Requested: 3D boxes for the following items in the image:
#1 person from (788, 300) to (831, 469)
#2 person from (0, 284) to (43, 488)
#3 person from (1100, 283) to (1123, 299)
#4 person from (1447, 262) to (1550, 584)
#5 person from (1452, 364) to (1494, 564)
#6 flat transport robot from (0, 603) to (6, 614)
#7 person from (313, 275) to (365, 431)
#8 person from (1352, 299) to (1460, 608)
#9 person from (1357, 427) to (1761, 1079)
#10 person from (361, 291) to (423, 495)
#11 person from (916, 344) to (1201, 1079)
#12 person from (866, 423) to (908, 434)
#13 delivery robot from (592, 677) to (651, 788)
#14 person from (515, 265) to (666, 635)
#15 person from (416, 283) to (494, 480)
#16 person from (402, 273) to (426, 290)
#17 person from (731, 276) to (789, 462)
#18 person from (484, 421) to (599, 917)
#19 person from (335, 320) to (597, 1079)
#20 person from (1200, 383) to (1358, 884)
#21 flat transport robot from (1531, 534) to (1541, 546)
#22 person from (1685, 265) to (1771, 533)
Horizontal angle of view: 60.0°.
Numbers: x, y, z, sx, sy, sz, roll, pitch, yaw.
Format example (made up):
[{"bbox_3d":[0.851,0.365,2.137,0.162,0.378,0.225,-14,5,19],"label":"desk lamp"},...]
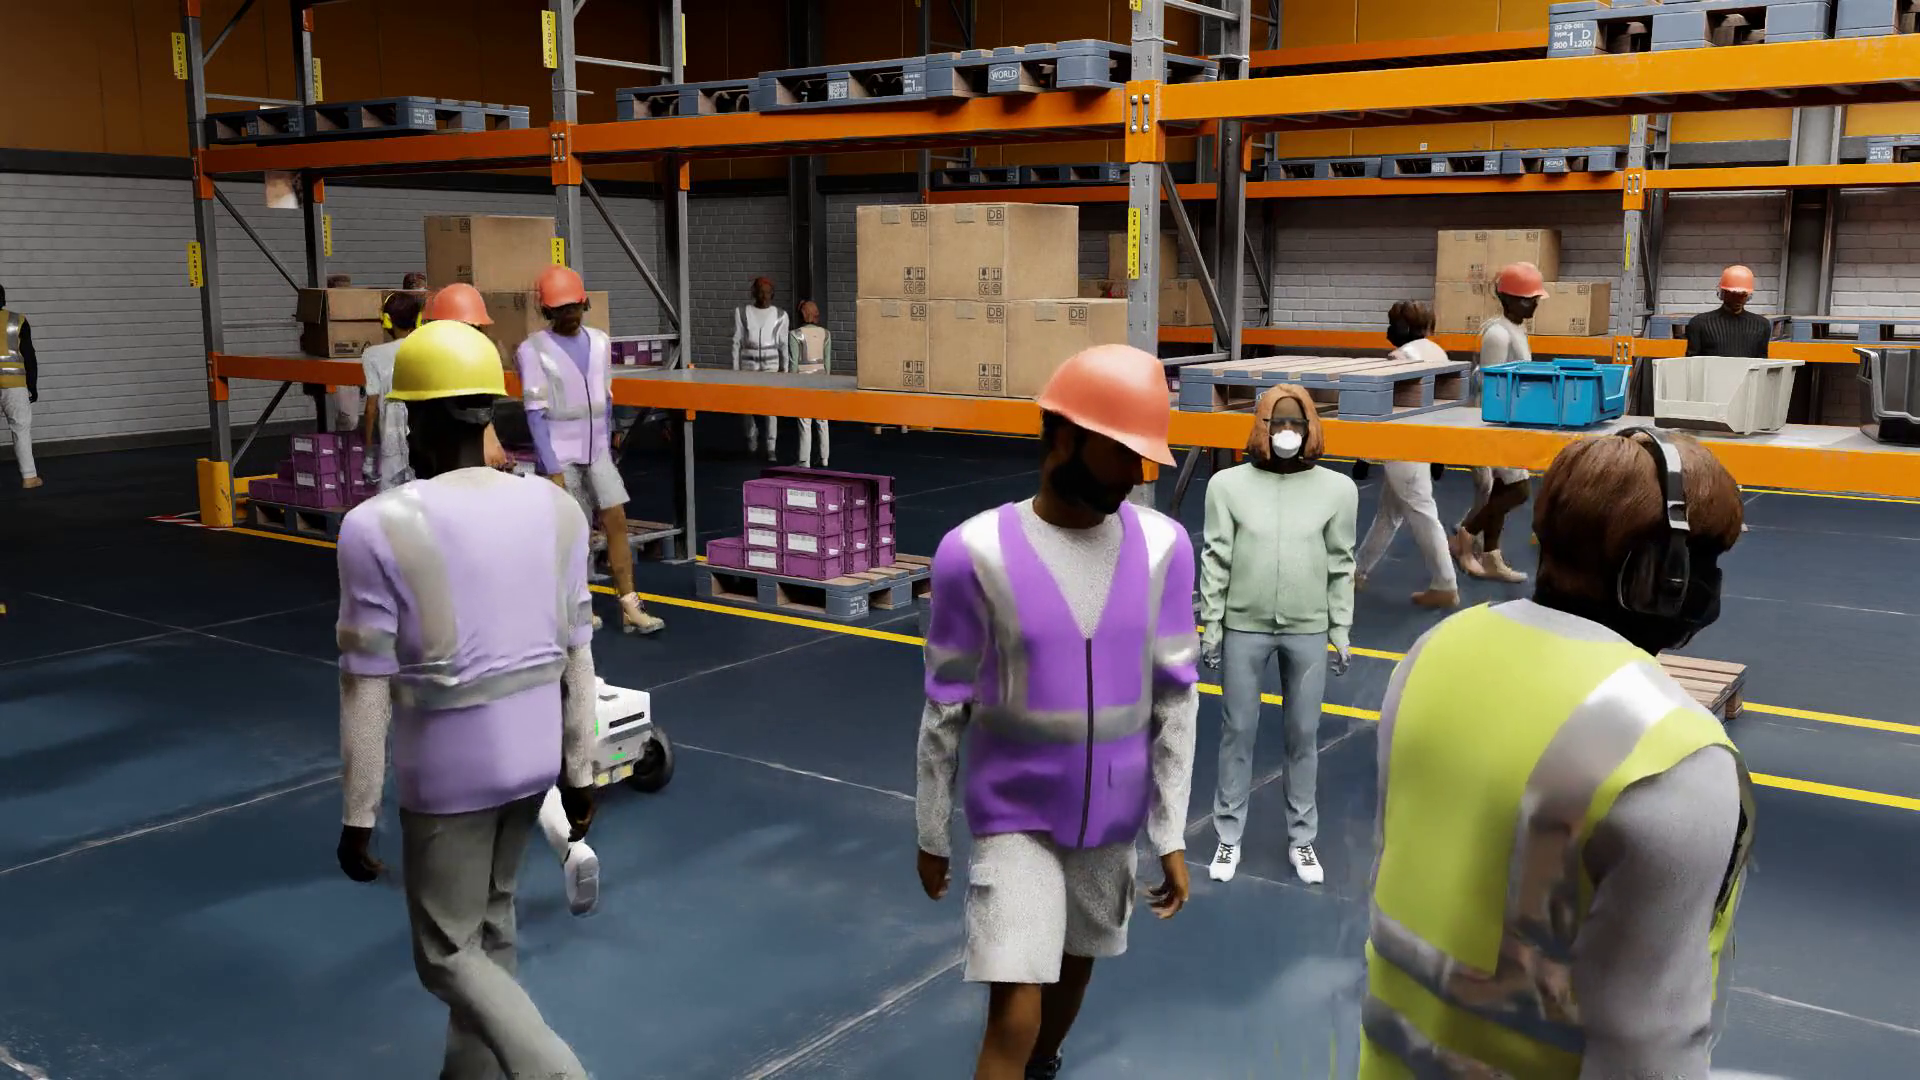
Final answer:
[{"bbox_3d":[-1.468,-1.503,16.184,0.523,1.639,0.306,-9,13,-43],"label":"person"},{"bbox_3d":[-8.516,-1.365,14.760,0.622,1.844,0.429,-3,10,-18],"label":"person"},{"bbox_3d":[1.427,-1.614,16.354,0.952,1.800,0.580,6,11,30],"label":"person"},{"bbox_3d":[3.369,-0.704,10.305,0.474,2.015,0.629,4,10,24],"label":"person"},{"bbox_3d":[3.533,-0.647,11.240,0.556,1.629,0.612,-7,12,-36],"label":"person"},{"bbox_3d":[-6.095,0.292,9.559,1.431,0.197,0.652,9,13,42],"label":"flat transport robot"},{"bbox_3d":[-5.634,-1.462,15.192,0.435,1.889,0.678,2,10,10],"label":"person"},{"bbox_3d":[2.587,-0.517,9.854,0.968,1.790,0.645,8,12,39],"label":"person"},{"bbox_3d":[0.825,0.759,2.190,0.714,1.812,0.642,-3,10,-19],"label":"person"},{"bbox_3d":[-3.204,-0.509,9.629,0.564,1.848,0.421,-7,12,-36],"label":"person"},{"bbox_3d":[0.191,0.532,3.400,0.548,1.880,0.929,-3,10,-17],"label":"person"},{"bbox_3d":[-0.883,-2.265,19.527,0.688,2.000,0.535,-4,10,-22],"label":"person"},{"bbox_3d":[-1.510,0.656,6.270,0.707,0.478,0.477,6,11,33],"label":"delivery robot"},{"bbox_3d":[-1.972,-0.441,8.806,0.917,1.993,0.641,8,12,39],"label":"person"},{"bbox_3d":[-2.389,-0.257,7.944,0.427,1.919,0.557,5,11,27],"label":"person"},{"bbox_3d":[-5.360,-1.676,16.444,0.406,1.902,0.636,-8,12,-39],"label":"person"},{"bbox_3d":[-2.033,-1.745,16.927,0.630,1.870,0.654,-1,10,-7],"label":"person"},{"bbox_3d":[-1.409,0.386,4.982,0.612,1.616,0.508,7,12,36],"label":"person"},{"bbox_3d":[-1.000,0.485,3.560,0.754,1.901,0.599,7,12,35],"label":"person"},{"bbox_3d":[1.030,0.307,5.414,0.500,1.636,0.283,1,10,5],"label":"person"},{"bbox_3d":[4.663,-0.116,11.991,0.652,0.197,1.431,7,12,35],"label":"flat transport robot"},{"bbox_3d":[5.721,-1.040,12.454,0.630,2.008,0.500,1,10,5],"label":"person"}]
